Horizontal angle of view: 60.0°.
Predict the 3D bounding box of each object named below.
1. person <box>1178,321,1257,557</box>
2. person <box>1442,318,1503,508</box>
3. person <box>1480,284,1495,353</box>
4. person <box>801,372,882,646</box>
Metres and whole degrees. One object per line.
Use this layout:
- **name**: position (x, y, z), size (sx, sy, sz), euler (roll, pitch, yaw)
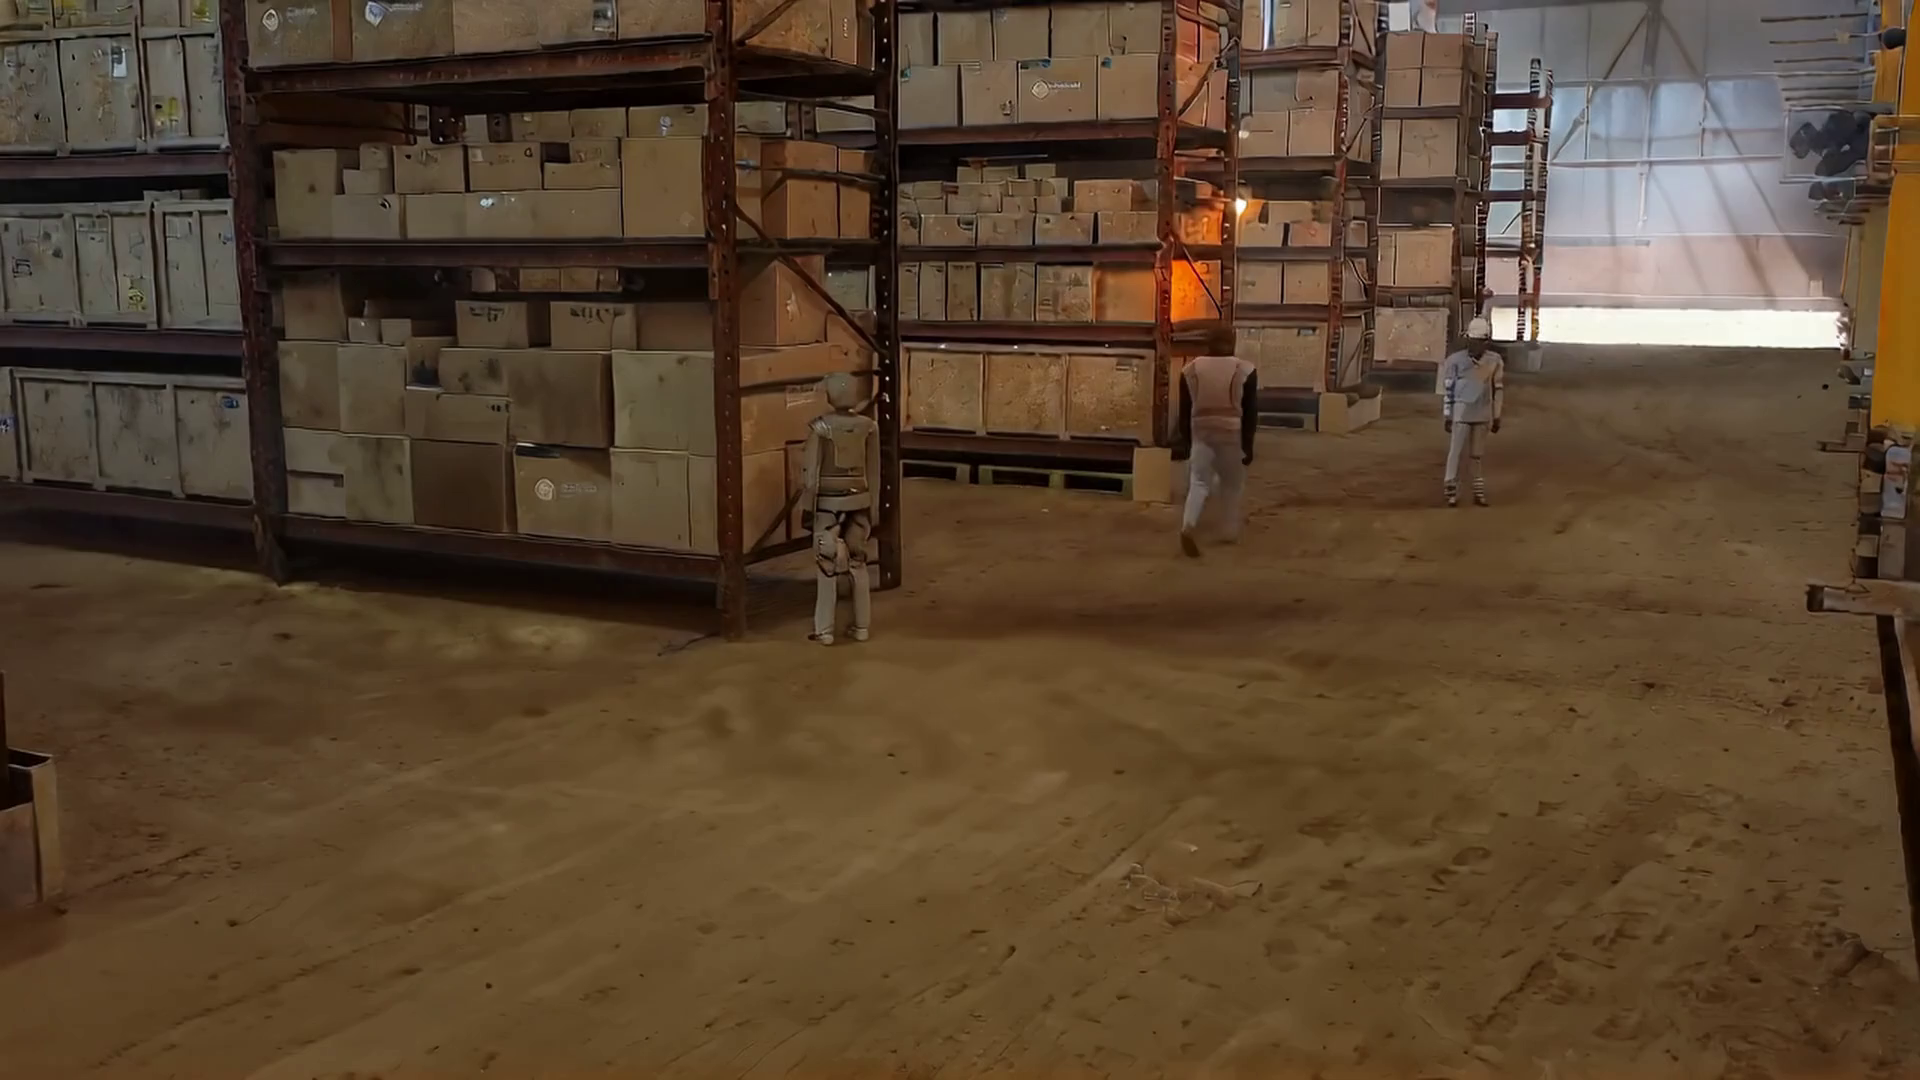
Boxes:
- **person**: position (1.967, -0.774, 12.820), size (0.632, 1.818, 0.837), euler (5, 11, 25)
- **person**: position (4.704, -1.161, 15.251), size (0.566, 1.744, 0.351), euler (-1, 10, -3)
- **person**: position (10.230, -4.114, 32.386), size (0.317, 1.736, 0.486), euler (7, 12, 34)
- **person**: position (-0.699, -0.181, 9.913), size (0.525, 1.632, 0.312), euler (-6, 11, -31)
